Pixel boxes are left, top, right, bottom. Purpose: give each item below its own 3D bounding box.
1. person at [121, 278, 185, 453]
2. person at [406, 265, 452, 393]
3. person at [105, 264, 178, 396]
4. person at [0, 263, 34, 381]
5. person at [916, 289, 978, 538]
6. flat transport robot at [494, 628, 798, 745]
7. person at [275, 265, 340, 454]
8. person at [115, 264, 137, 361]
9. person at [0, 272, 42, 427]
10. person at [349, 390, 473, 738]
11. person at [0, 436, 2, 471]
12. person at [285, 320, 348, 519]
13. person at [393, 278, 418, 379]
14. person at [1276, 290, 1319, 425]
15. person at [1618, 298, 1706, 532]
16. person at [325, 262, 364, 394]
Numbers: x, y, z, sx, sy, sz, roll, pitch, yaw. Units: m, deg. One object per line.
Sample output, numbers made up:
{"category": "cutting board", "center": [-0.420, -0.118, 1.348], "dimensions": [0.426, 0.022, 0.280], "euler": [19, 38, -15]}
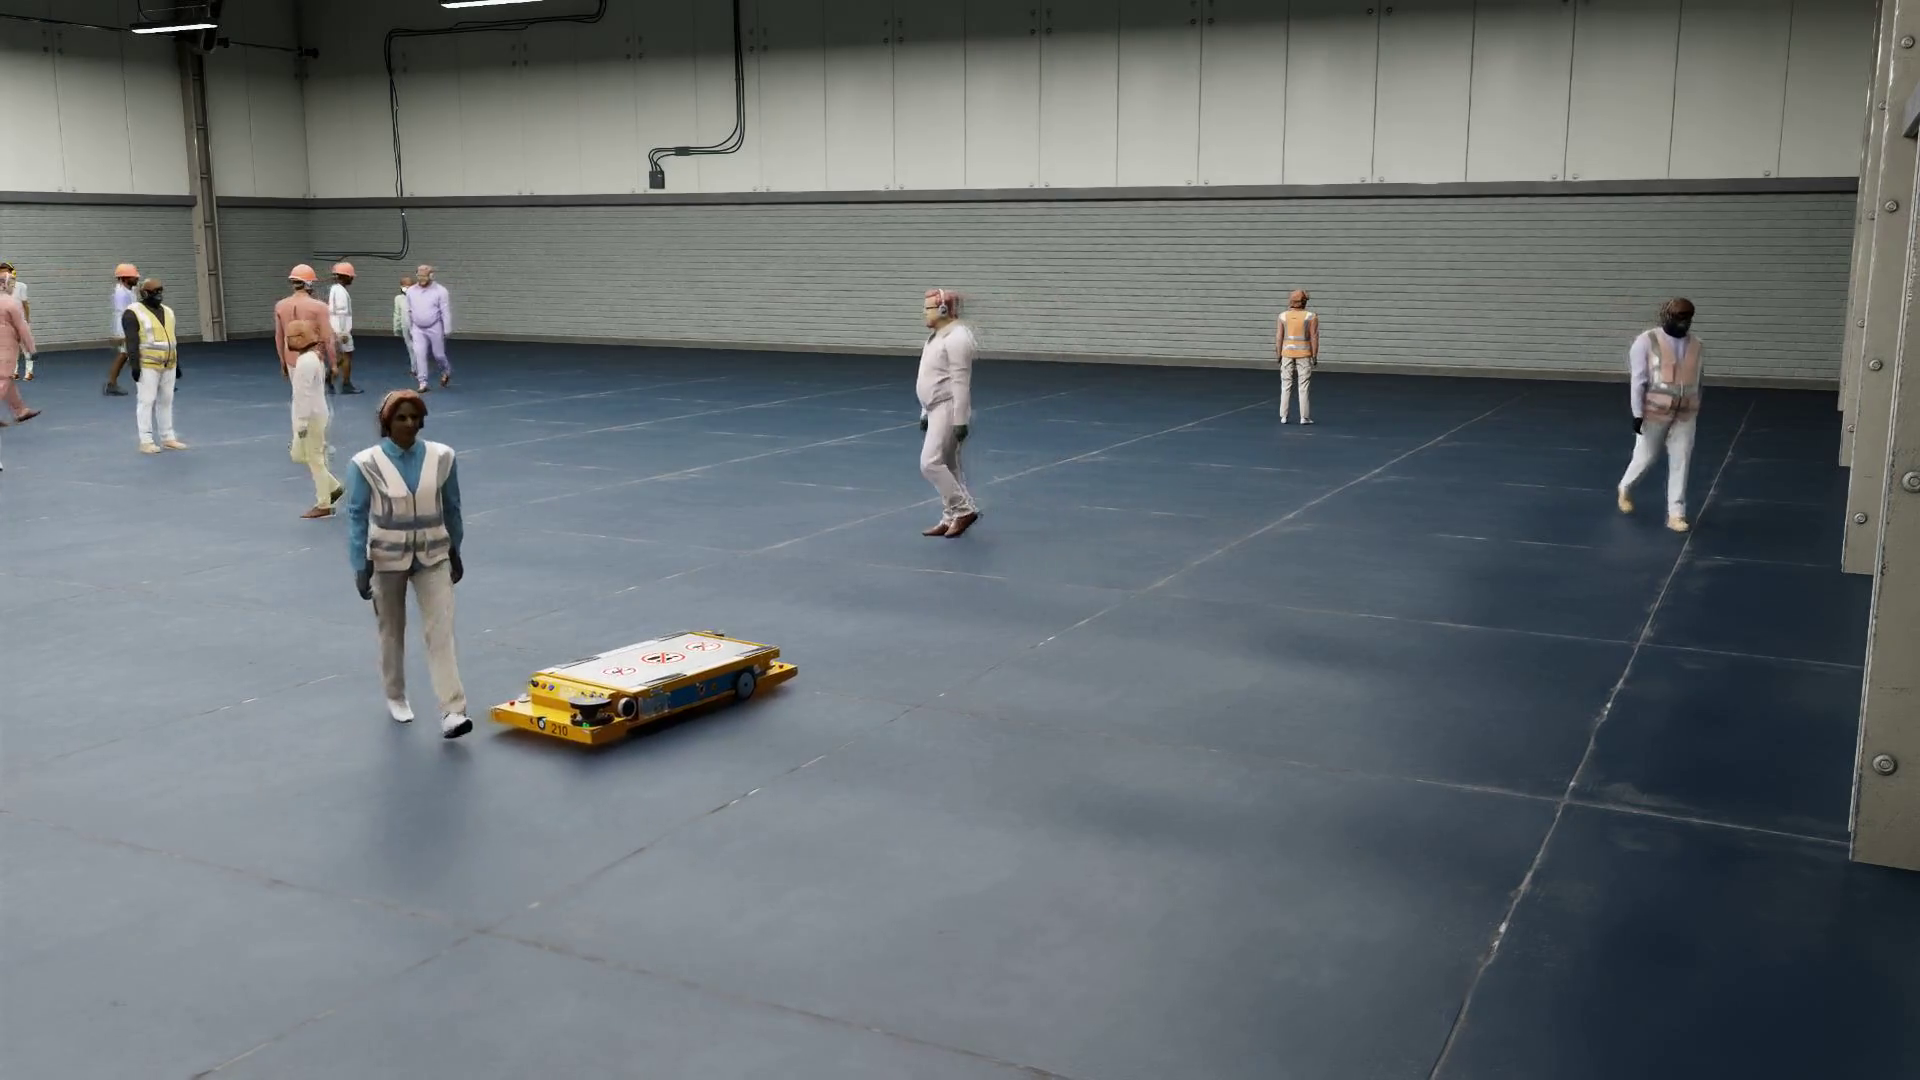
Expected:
{"category": "person", "center": [-8.560, -1.854, 17.701], "dimensions": [0.429, 1.840, 0.633], "euler": [4, 11, 21]}
{"category": "person", "center": [-7.838, -3.135, 24.621], "dimensions": [0.654, 1.876, 0.845], "euler": [0, 10, -1]}
{"category": "person", "center": [-11.826, -2.993, 23.798], "dimensions": [0.980, 1.884, 0.561], "euler": [-3, 11, -16]}
{"category": "person", "center": [-14.995, -3.448, 26.349], "dimensions": [0.504, 1.861, 0.312], "euler": [0, 10, -2]}
{"category": "person", "center": [-0.145, -0.944, 12.598], "dimensions": [0.428, 1.894, 0.642], "euler": [-2, 11, -13]}
{"category": "flat transport robot", "center": [-1.501, 0.686, 8.131], "dimensions": [0.652, 0.197, 1.431], "euler": [7, 12, 34]}
{"category": "person", "center": [-6.846, -1.890, 17.516], "dimensions": [0.636, 1.982, 0.468], "euler": [3, 11, 14]}
{"category": "person", "center": [-15.313, -4.176, 30.569], "dimensions": [0.308, 1.769, 0.525], "euler": [1, 10, 7]}
{"category": "person", "center": [-11.468, -2.295, 20.092], "dimensions": [0.673, 1.846, 0.947], "euler": [4, 11, 21]}
{"category": "person", "center": [-2.508, 0.113, 7.617], "dimensions": [0.540, 1.589, 0.875], "euler": [-6, 12, -32]}
{"category": "person", "center": [-9.503, -1.502, 16.001], "dimensions": [0.329, 1.763, 0.523], "euler": [-1, 10, -7]}
{"category": "person", "center": [-5.289, -0.972, 13.506], "dimensions": [0.356, 1.620, 0.498], "euler": [-5, 11, -23]}
{"category": "person", "center": [-8.846, -3.384, 26.634], "dimensions": [0.524, 1.611, 0.599], "euler": [3, 11, 15]}
{"category": "person", "center": [4.096, -2.215, 20.229], "dimensions": [0.517, 1.635, 0.314], "euler": [6, 12, 28]}
{"category": "person", "center": [5.559, -1.008, 13.154], "dimensions": [0.626, 1.822, 0.782], "euler": [0, 10, -2]}
{"category": "person", "center": [-8.947, -3.050, 24.016], "dimensions": [0.539, 1.915, 0.545], "euler": [-6, 12, -29]}
